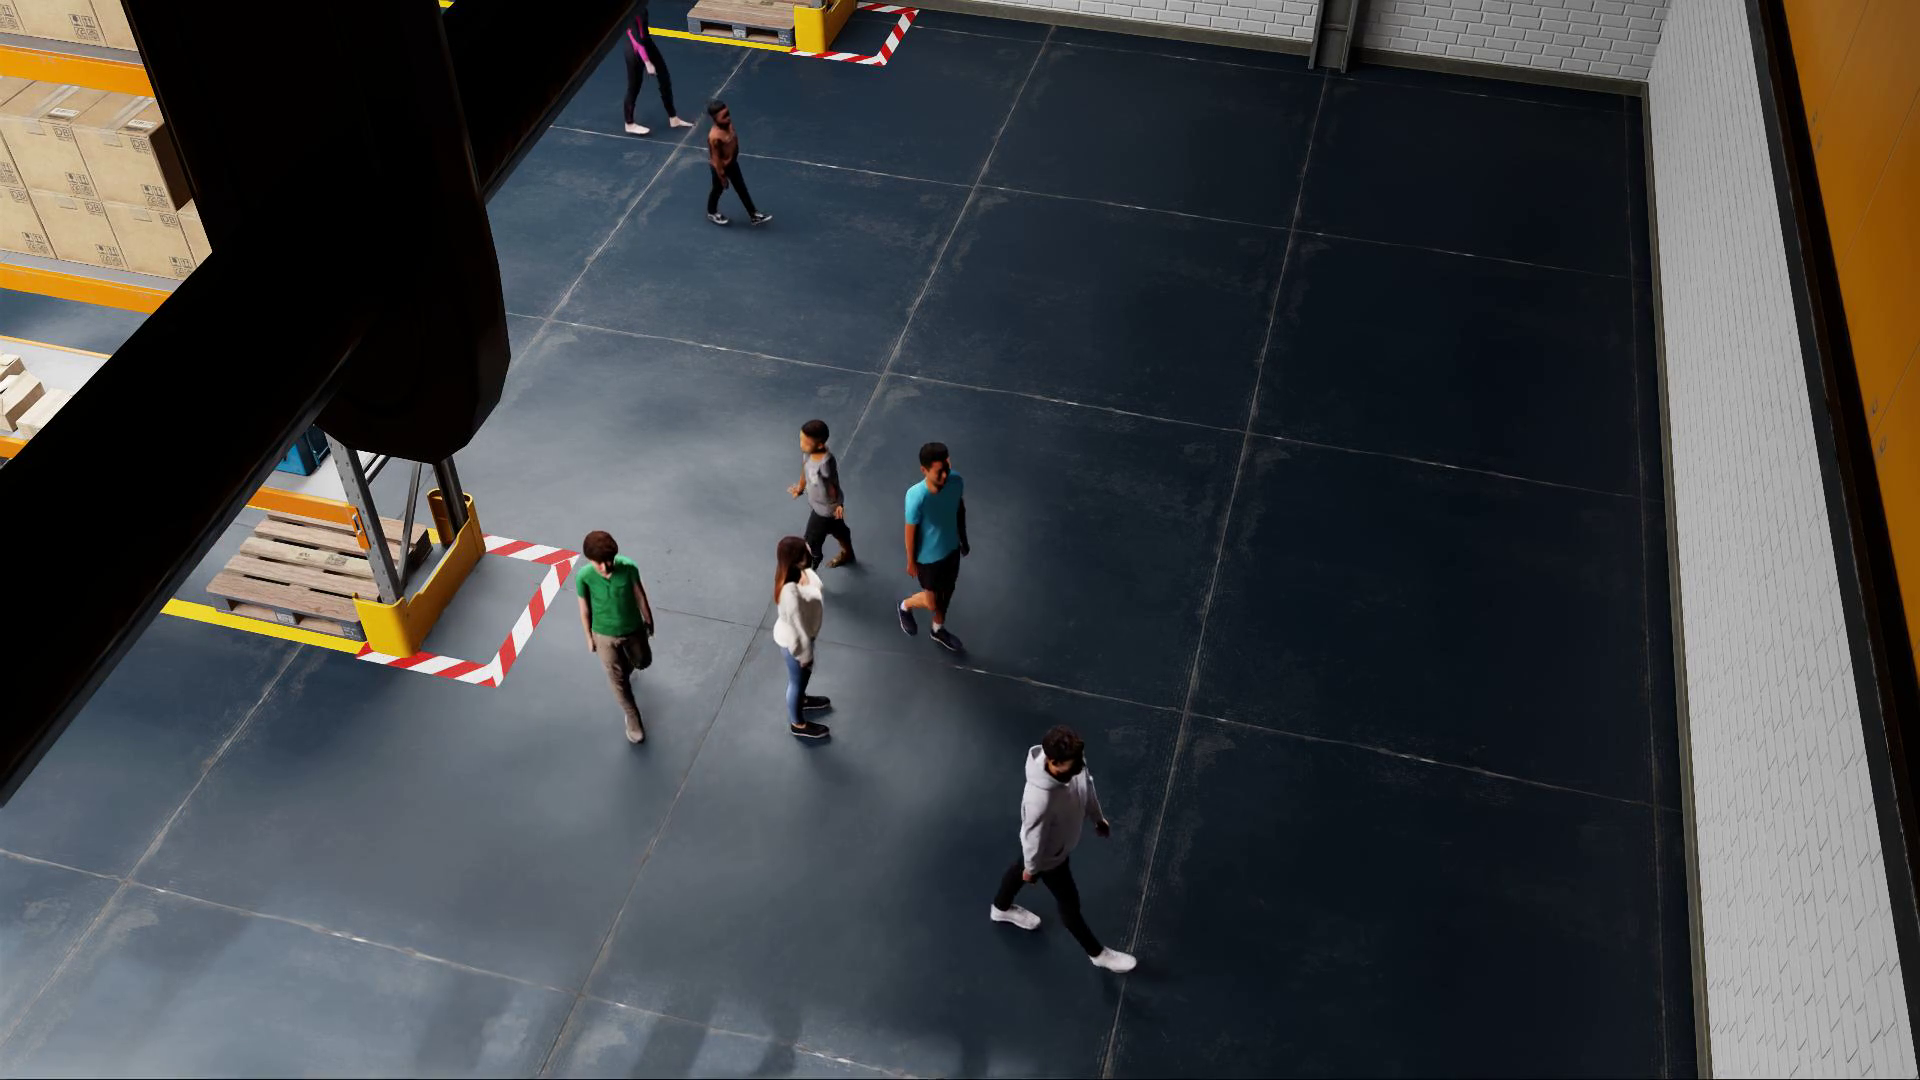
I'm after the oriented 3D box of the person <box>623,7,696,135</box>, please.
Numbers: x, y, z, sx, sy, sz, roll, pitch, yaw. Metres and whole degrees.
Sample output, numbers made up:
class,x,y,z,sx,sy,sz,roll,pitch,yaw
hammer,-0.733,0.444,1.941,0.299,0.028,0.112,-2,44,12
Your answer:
class,x,y,z,sx,sy,sz,roll,pitch,yaw
person,-3.153,-4.656,15.916,0.926,1.718,0.626,6,44,6

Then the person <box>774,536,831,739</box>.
class,x,y,z,sx,sy,sz,roll,pitch,yaw
person,-1.016,0.604,10.414,0.661,1.692,0.686,-3,44,-3

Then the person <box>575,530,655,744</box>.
class,x,y,z,sx,sy,sz,roll,pitch,yaw
person,-2.184,0.507,10.561,0.993,1.631,0.970,-13,45,-13

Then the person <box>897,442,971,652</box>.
class,x,y,z,sx,sy,sz,roll,pitch,yaw
person,-0.219,0.022,10.975,0.866,1.762,0.790,33,53,30

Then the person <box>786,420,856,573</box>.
class,x,y,z,sx,sy,sz,roll,pitch,yaw
person,-0.883,-0.345,11.596,0.950,1.435,0.860,-16,46,-16

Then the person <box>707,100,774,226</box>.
class,x,y,z,sx,sy,sz,roll,pitch,yaw
person,-2.169,-3.364,14.922,0.903,1.220,0.639,18,46,18

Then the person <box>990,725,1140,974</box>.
class,x,y,z,sx,sy,sz,roll,pitch,yaw
person,0.409,1.638,9.197,1.196,1.875,0.778,15,46,15
